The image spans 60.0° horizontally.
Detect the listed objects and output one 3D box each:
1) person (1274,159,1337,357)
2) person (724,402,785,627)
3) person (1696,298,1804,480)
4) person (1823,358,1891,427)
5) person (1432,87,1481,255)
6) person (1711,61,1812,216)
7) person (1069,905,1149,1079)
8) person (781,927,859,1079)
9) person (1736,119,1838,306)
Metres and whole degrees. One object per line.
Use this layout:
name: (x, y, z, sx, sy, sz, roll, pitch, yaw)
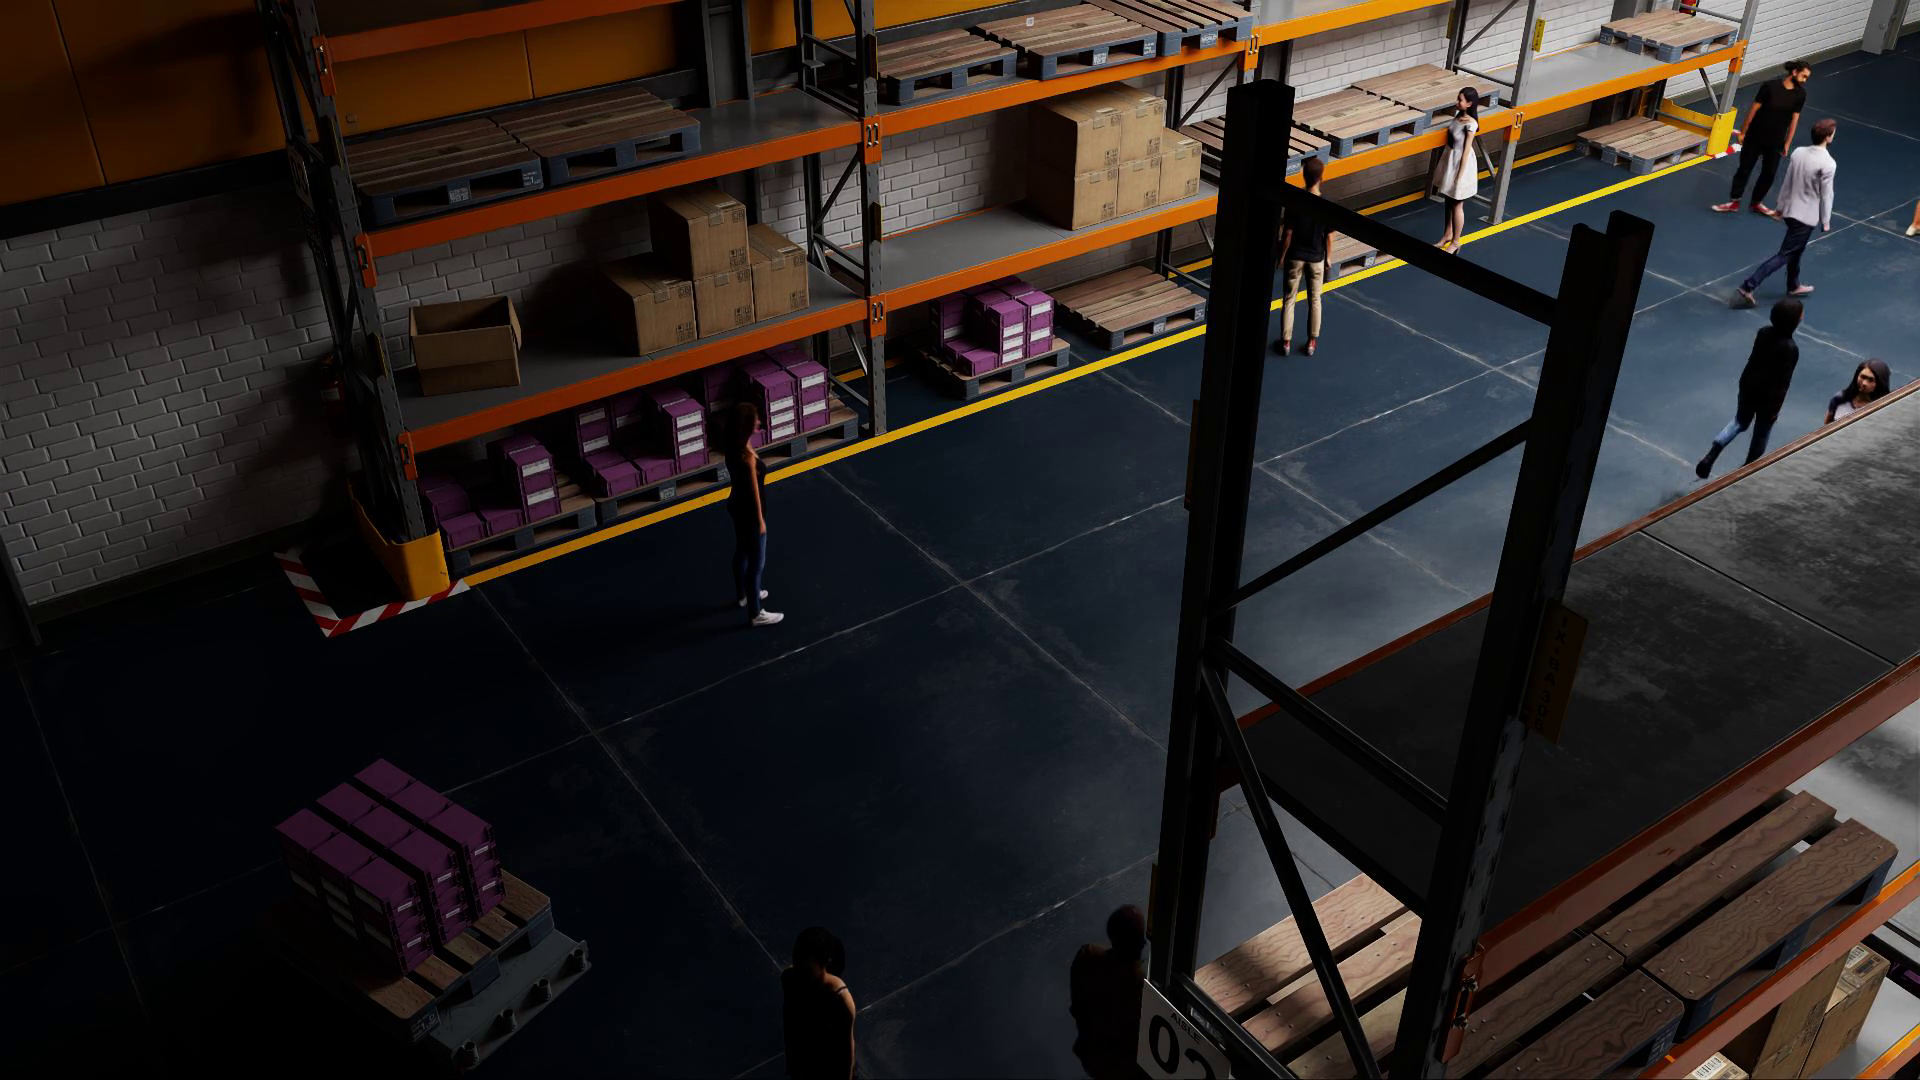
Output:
person: (3.143, -2.560, 15.139, 0.679, 1.855, 0.769, 1, 34, 2)
person: (-1.498, -0.198, 11.707, 0.560, 1.721, 0.628, -14, 36, -20)
person: (6.257, -1.116, 13.122, 0.903, 1.684, 0.635, -16, 37, -22)
person: (6.597, -0.600, 12.345, 0.734, 1.684, 0.986, 26, 41, 33)
person: (5.091, -3.774, 17.044, 0.802, 1.769, 0.777, -2, 34, -4)
person: (8.620, -4.344, 17.940, 0.831, 1.726, 0.845, 17, 37, 24)
person: (0.702, 2.450, 7.652, 1.008, 1.800, 0.825, -29, 43, -36)
person: (-0.621, 2.436, 7.745, 0.629, 1.721, 0.640, 20, 38, 27)
person: (8.016, -3.112, 16.000, 1.290, 1.821, 0.984, -7, 34, -10)
